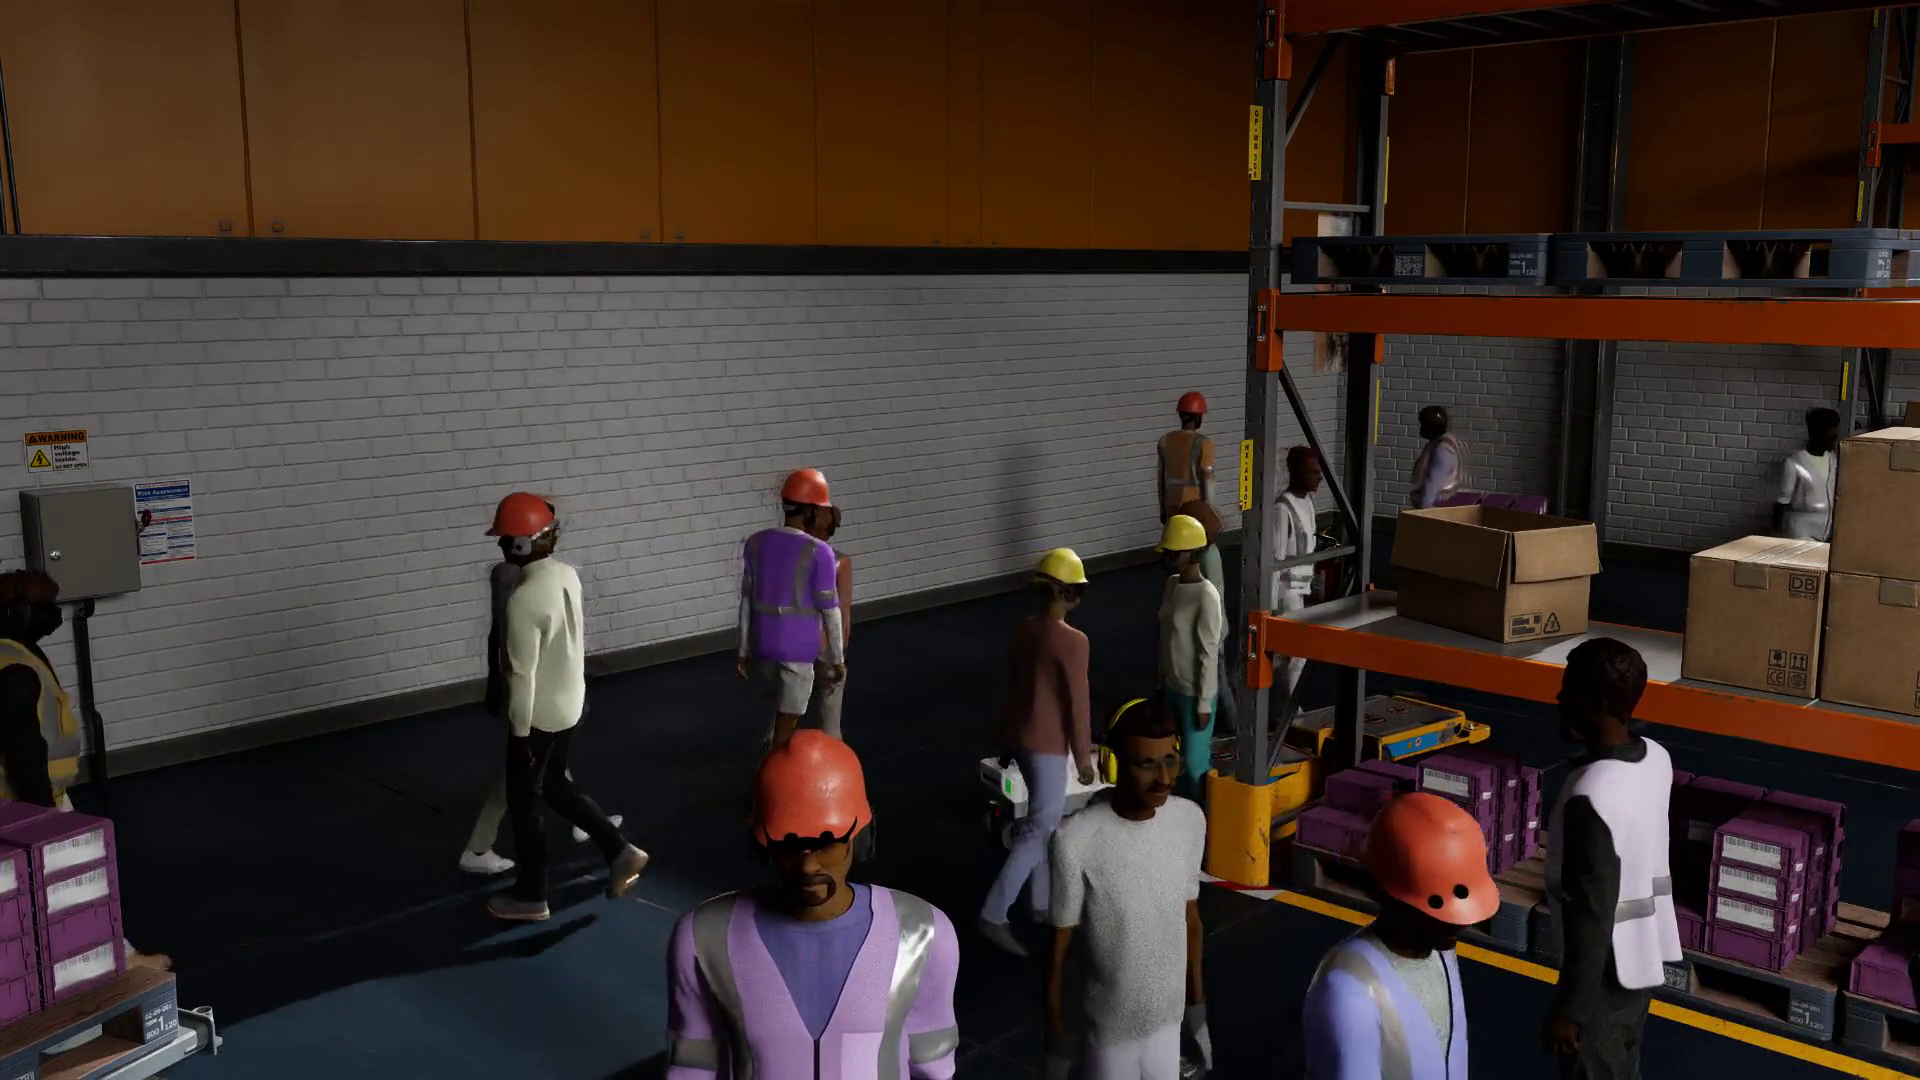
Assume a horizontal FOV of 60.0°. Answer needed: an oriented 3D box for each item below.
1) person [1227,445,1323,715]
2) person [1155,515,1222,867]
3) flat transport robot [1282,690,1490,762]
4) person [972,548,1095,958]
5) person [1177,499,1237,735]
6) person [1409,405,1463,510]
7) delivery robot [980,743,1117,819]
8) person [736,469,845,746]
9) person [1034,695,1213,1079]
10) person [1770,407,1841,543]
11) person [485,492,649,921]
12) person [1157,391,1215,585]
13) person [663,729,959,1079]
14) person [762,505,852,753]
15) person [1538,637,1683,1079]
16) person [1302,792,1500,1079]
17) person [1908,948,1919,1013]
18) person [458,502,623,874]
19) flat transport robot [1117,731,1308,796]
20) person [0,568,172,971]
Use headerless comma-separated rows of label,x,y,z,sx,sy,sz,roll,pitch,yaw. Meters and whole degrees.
person,1.994,0.314,10.565,0.684,1.864,0.596,4,10,24
person,1.108,0.745,8.224,0.339,1.760,0.528,-3,10,-15
flat transport robot,2.535,1.169,10.158,1.431,0.197,0.652,-7,12,-37
person,0.300,0.908,7.293,0.653,1.730,0.541,-5,10,-27
person,1.350,0.562,9.787,0.704,1.602,0.515,1,9,6
person,3.939,-0.228,14.000,0.596,1.812,0.620,1,9,8
delivery robot,0.468,1.228,8.642,0.707,0.478,0.477,-5,10,-26
person,-0.849,0.563,8.891,0.577,1.897,0.821,5,11,30
person,0.436,1.304,4.501,0.526,1.855,0.530,-6,11,-32
person,6.481,-0.088,12.859,0.633,1.929,0.957,-5,10,-27
person,-1.816,0.759,7.454,0.649,1.973,0.632,2,9,12
person,1.918,-0.285,13.978,0.552,1.935,0.369,8,12,41
person,-0.297,1.382,3.433,0.608,2.044,0.370,-1,9,-8
person,-0.879,0.586,9.613,0.532,1.612,0.682,5,10,26
person,1.842,1.225,4.773,0.394,1.920,0.587,7,11,36
person,0.848,1.425,3.618,0.790,1.909,0.545,8,12,41
person,1.580,1.523,2.759,0.598,2.004,1.062,-5,11,-28
person,-2.115,0.711,8.249,0.543,1.828,0.991,8,12,41
flat transport robot,1.377,1.311,9.288,1.431,0.197,0.652,-5,11,-29
person,-3.735,1.001,6.567,0.928,1.791,0.648,-4,10,-25
